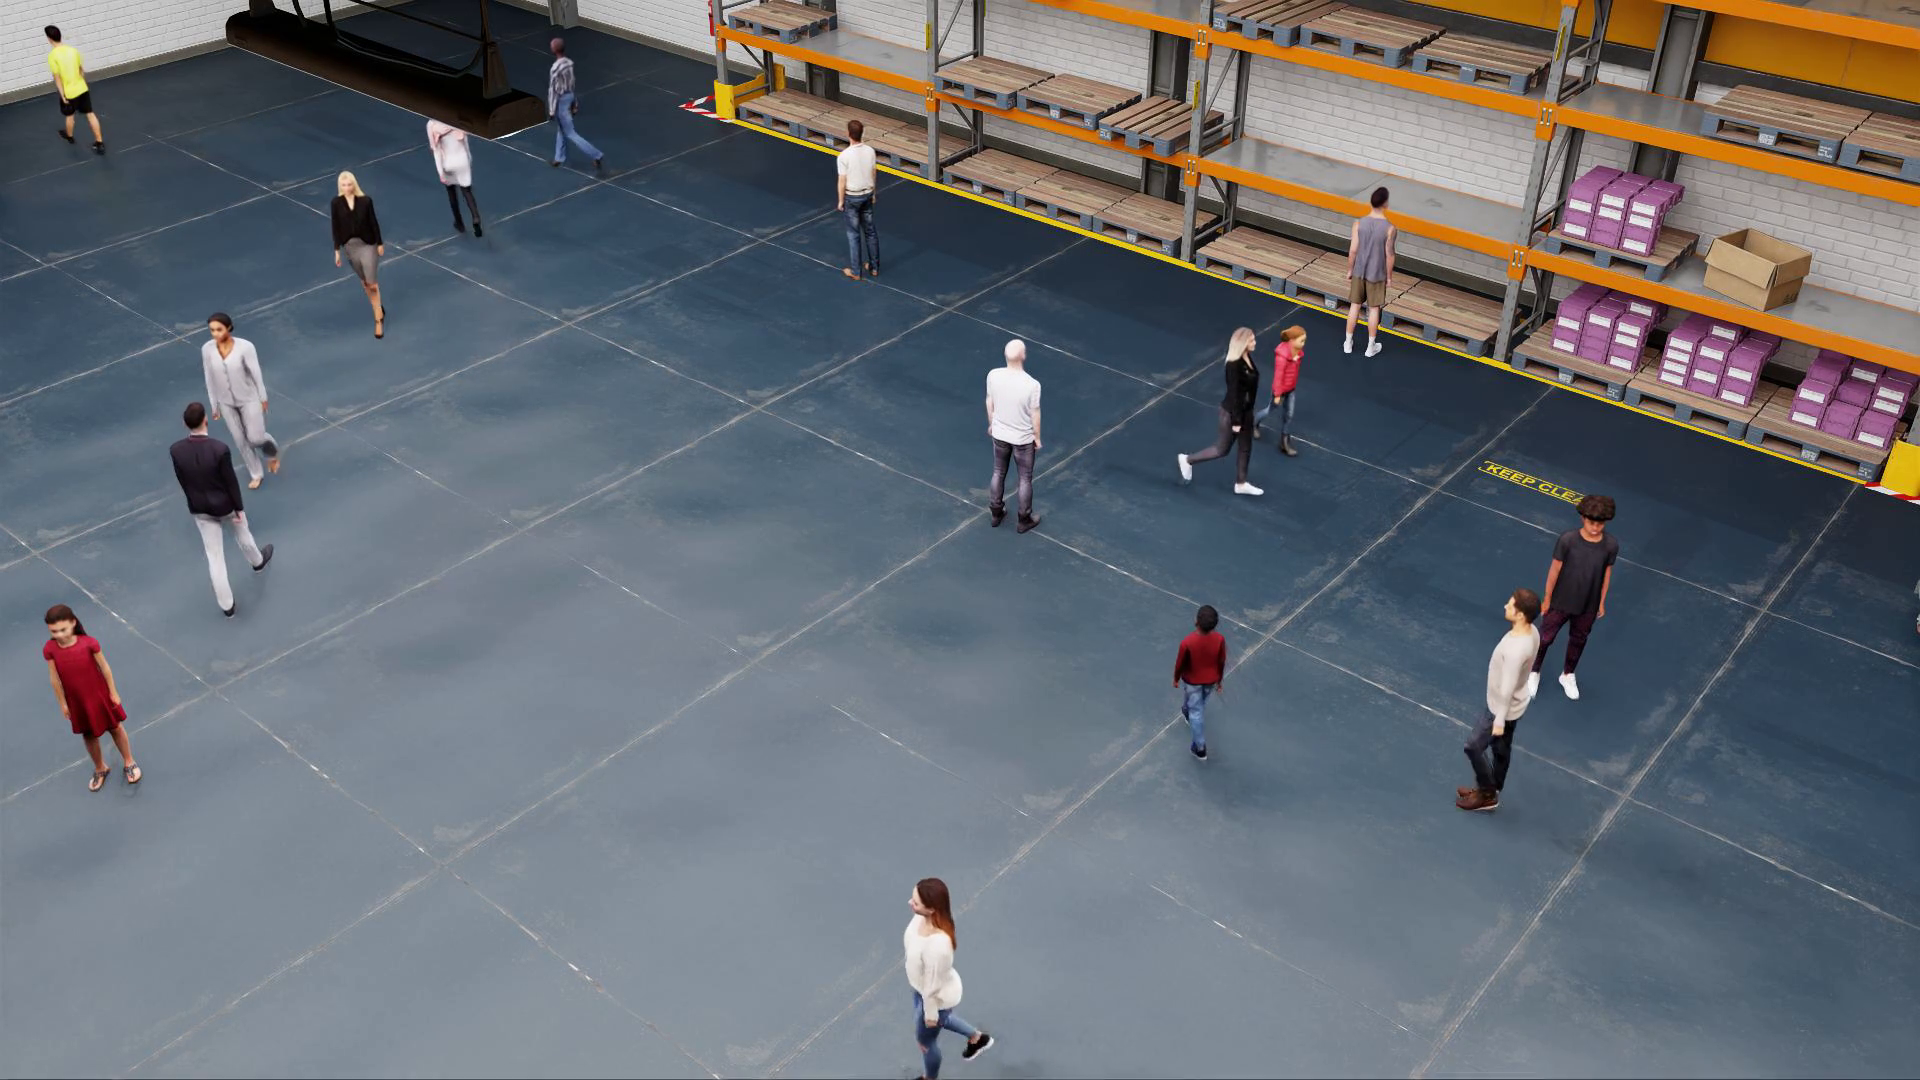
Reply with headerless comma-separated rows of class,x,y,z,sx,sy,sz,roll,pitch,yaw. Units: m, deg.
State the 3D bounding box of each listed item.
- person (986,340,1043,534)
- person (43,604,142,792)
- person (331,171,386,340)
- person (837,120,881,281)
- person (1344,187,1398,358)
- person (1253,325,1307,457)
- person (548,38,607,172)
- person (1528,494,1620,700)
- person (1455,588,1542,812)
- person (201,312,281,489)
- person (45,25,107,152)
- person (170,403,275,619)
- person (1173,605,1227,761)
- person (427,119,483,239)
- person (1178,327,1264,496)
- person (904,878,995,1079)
person,0.465,-0.918,14.611,0.584,1.832,0.776,16,37,23
person,-6.207,1.090,11.843,0.666,1.553,0.725,-11,35,-16
person,-6.455,-3.130,17.957,0.972,1.812,1.050,-4,34,-5
person,-1.165,-3.906,19.088,0.721,1.852,0.665,-22,40,-30
person,4.310,-2.817,17.485,0.574,1.841,0.757,15,36,21
person,3.034,-1.457,15.910,0.638,1.291,0.906,-21,39,-28
person,-5.098,-5.649,21.792,1.196,1.762,0.962,7,34,11
person,4.681,0.417,12.649,0.672,1.781,0.775,3,34,5
person,3.834,1.162,11.460,0.661,1.856,0.742,16,37,22
person,-6.620,-1.325,15.323,0.823,1.722,0.883,-1,34,-2
person,-11.954,-6.072,22.518,1.070,1.662,0.641,23,40,31
person,-6.095,-0.194,13.558,1.166,1.791,1.222,-5,34,-7
person,1.777,1.048,12.199,0.807,1.228,0.936,-8,34,-11
person,-6.039,-4.465,19.992,0.861,1.783,1.152,-20,38,-27
person,2.414,-1.153,15.116,1.098,1.665,0.785,14,36,20
person,-0.076,2.563,9.511,0.938,1.679,0.888,-5,34,-7
